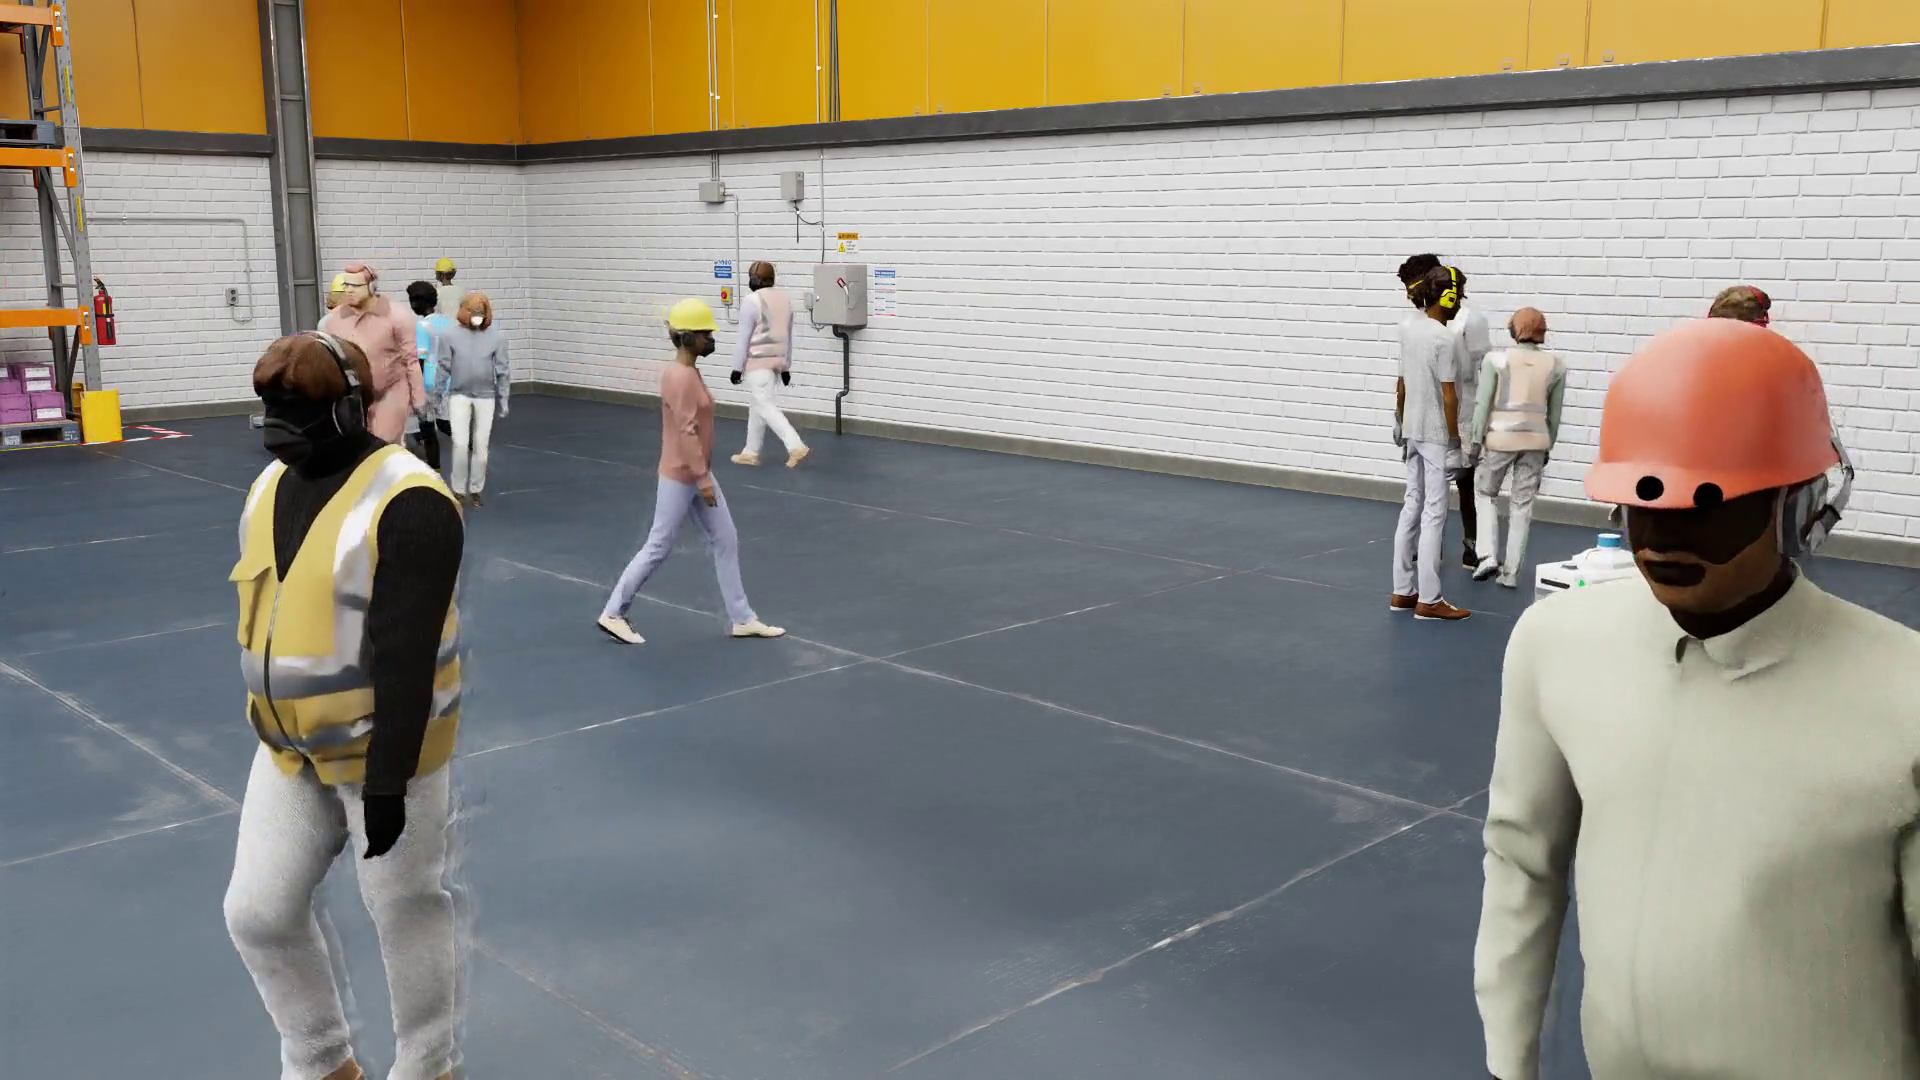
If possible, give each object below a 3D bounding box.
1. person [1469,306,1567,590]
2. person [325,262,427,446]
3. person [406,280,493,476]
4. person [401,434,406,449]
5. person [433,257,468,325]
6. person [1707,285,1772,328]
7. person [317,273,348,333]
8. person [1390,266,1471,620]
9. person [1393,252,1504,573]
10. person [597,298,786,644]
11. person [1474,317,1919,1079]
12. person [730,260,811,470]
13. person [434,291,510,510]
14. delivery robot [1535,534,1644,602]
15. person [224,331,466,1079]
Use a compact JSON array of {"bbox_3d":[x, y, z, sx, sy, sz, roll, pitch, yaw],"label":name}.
[{"bbox_3d":[3.186,-0.525,9.555,0.541,1.616,0.396,0,10,1],"label":"person"},{"bbox_3d":[-3.991,-0.988,11.480,0.660,1.859,0.828,3,11,14],"label":"person"},{"bbox_3d":[-4.112,-1.238,13.310,0.585,1.669,0.562,2,11,11],"label":"person"},{"bbox_3d":[-4.135,-0.942,11.861,0.606,1.607,0.353,4,11,21],"label":"person"},{"bbox_3d":[-5.839,-2.334,19.013,0.299,1.772,0.530,9,14,39],"label":"person"},{"bbox_3d":[2.958,-0.085,6.577,0.454,1.827,0.605,-9,14,-41],"label":"person"},{"bbox_3d":[-4.606,-1.141,12.592,0.485,1.739,0.313,5,11,24],"label":"person"},{"bbox_3d":[2.509,-0.513,8.825,0.328,1.865,0.520,-3,11,-16],"label":"person"},{"bbox_3d":[2.960,-0.753,9.998,0.378,1.931,0.775,-10,14,-43],"label":"person"},{"bbox_3d":[-1.380,-0.331,8.217,0.904,1.723,0.525,1,10,4],"label":"person"},{"bbox_3d":[0.936,0.697,2.069,0.992,1.930,0.597,-7,12,-33],"label":"person"},{"bbox_3d":[-1.657,-1.516,14.446,0.884,1.815,0.620,5,12,27],"label":"person"},{"bbox_3d":[-3.587,-1.024,12.273,0.536,1.609,0.563,-4,11,-21],"label":"person"},{"bbox_3d":[3.180,0.212,8.185,0.707,0.478,0.477,-5,12,-27],"label":"delivery robot"},{"bbox_3d":[-1.353,0.468,3.579,0.629,1.819,0.565,6,12,28],"label":"person"}]
